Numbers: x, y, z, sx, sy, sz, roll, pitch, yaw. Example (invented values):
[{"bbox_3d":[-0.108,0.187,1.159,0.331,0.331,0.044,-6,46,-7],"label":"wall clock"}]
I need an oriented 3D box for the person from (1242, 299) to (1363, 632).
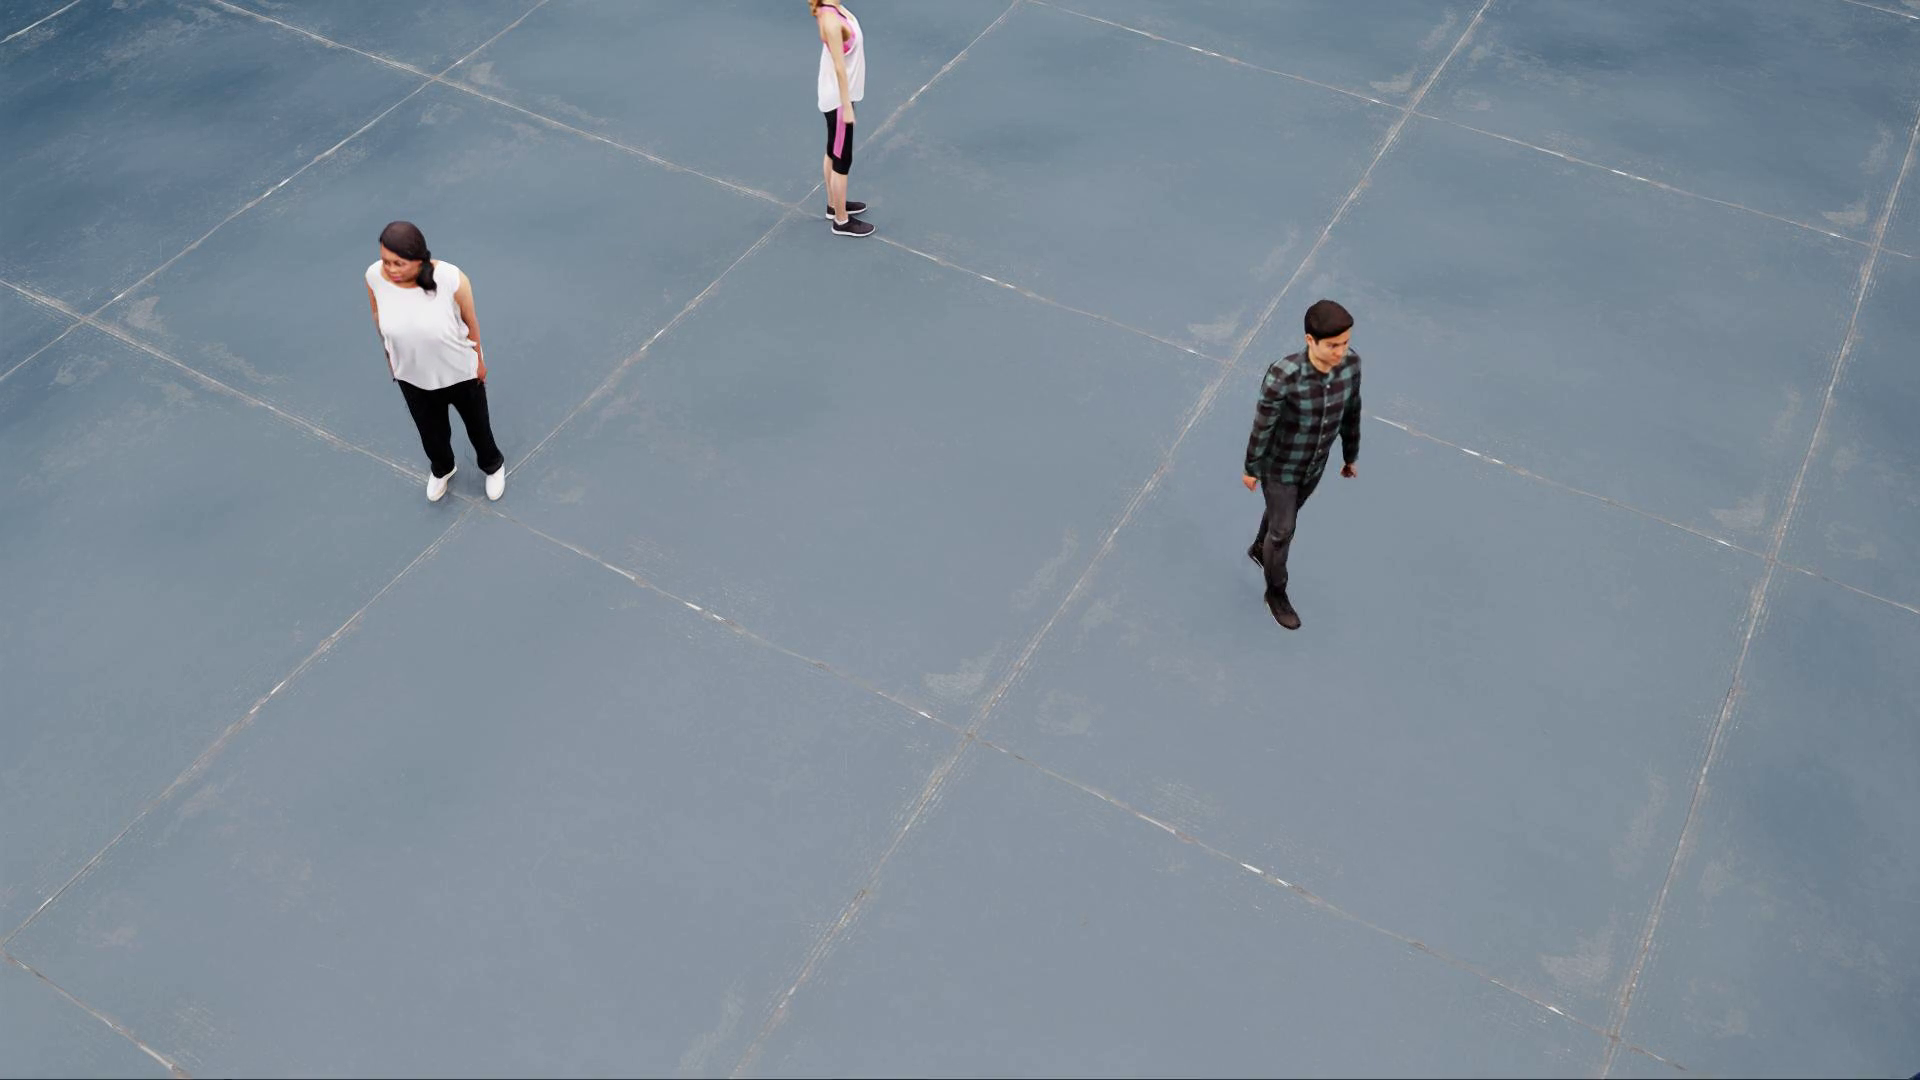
[{"bbox_3d":[1.482,-0.435,7.546,0.909,1.706,0.961,-21,51,-19],"label":"person"}]

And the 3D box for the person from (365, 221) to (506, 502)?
[{"bbox_3d":[-2.587,-0.873,8.225,0.706,1.687,0.818,2,47,2],"label":"person"}]

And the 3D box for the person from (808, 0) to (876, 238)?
[{"bbox_3d":[-0.722,-2.600,9.753,0.724,1.788,0.678,-8,48,-7],"label":"person"}]
